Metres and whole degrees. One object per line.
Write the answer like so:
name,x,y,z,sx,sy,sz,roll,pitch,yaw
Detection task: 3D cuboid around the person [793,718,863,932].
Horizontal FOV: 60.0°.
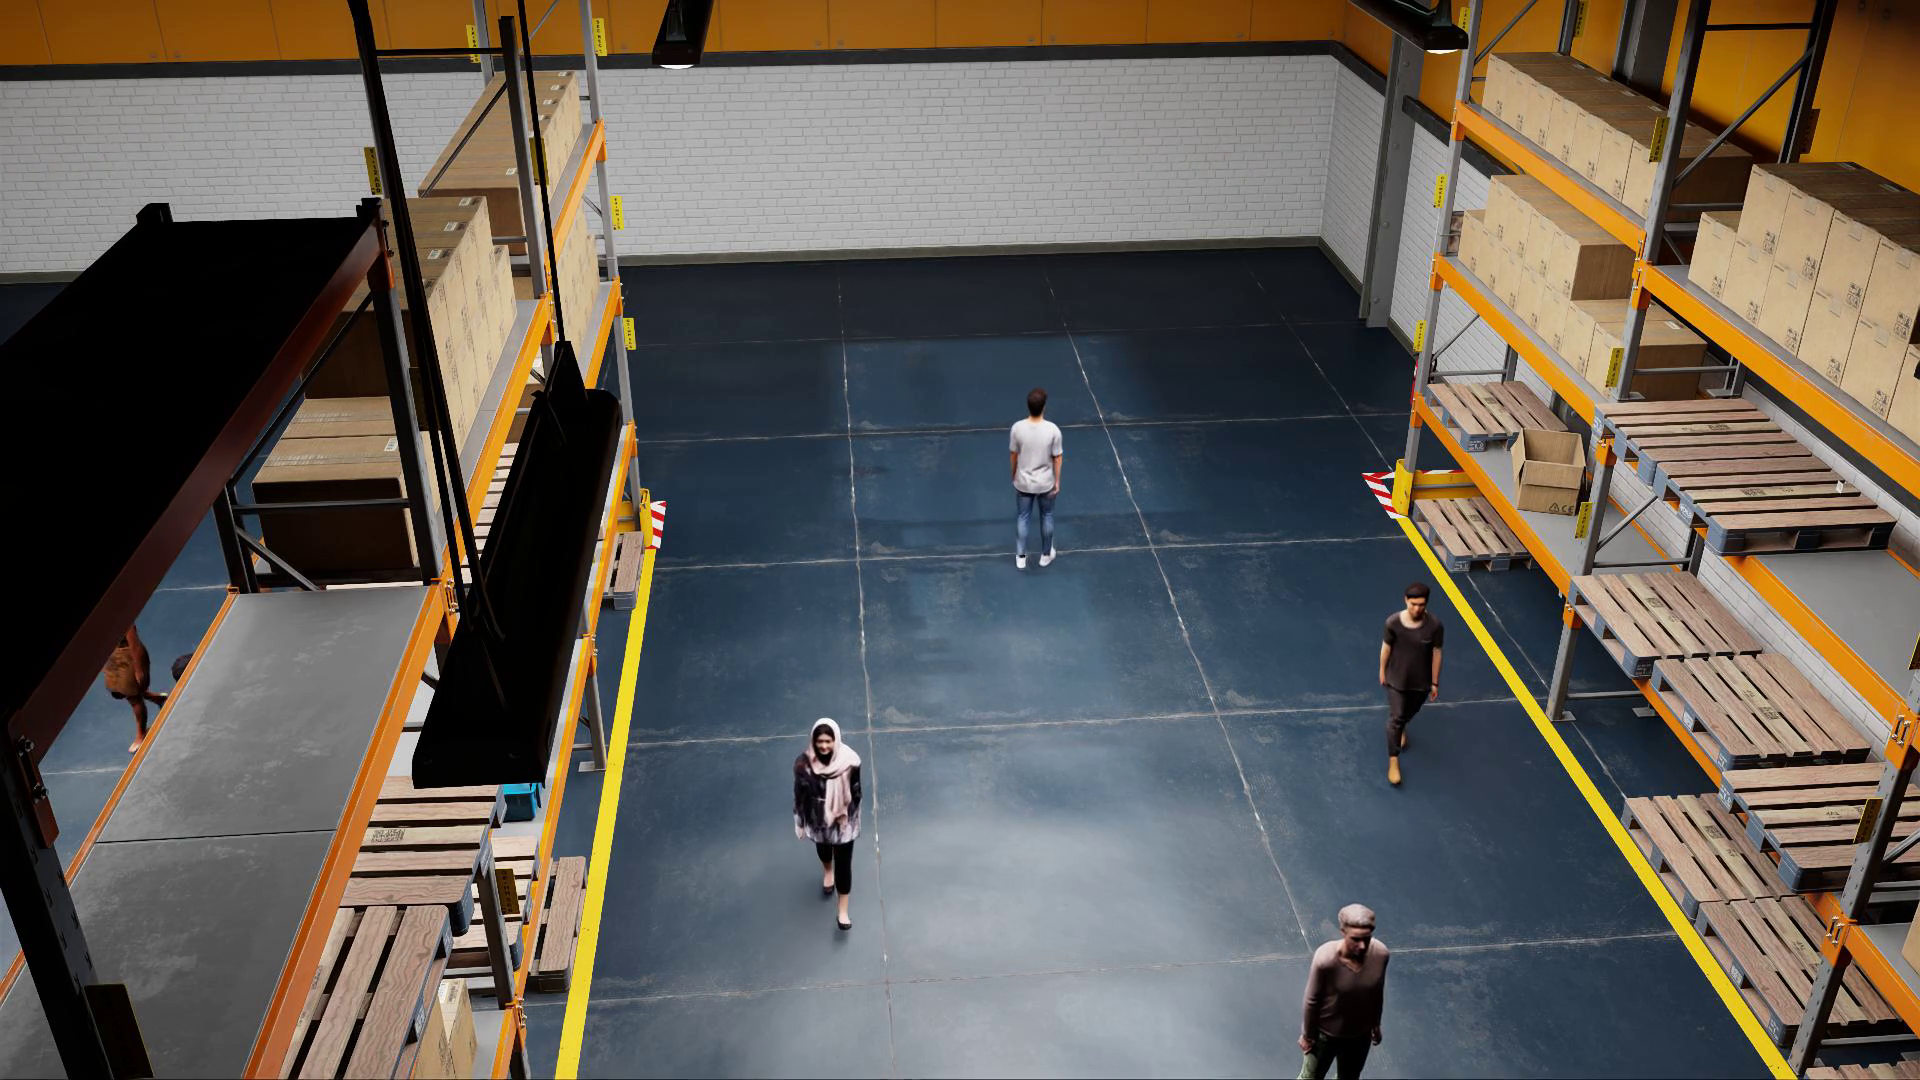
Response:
person,-0.940,1.909,11.929,0.630,1.604,0.969,-3,29,-5

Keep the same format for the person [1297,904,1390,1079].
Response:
person,2.250,2.893,9.846,0.713,1.873,0.633,-7,29,-12

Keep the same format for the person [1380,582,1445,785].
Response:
person,3.631,1.052,13.421,0.759,1.682,1.111,4,29,6

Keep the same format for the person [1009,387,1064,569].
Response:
person,0.723,-0.598,16.226,0.736,1.892,0.701,4,29,8

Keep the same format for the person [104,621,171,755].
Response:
person,-6.726,0.981,13.577,0.830,1.656,0.913,16,33,27
